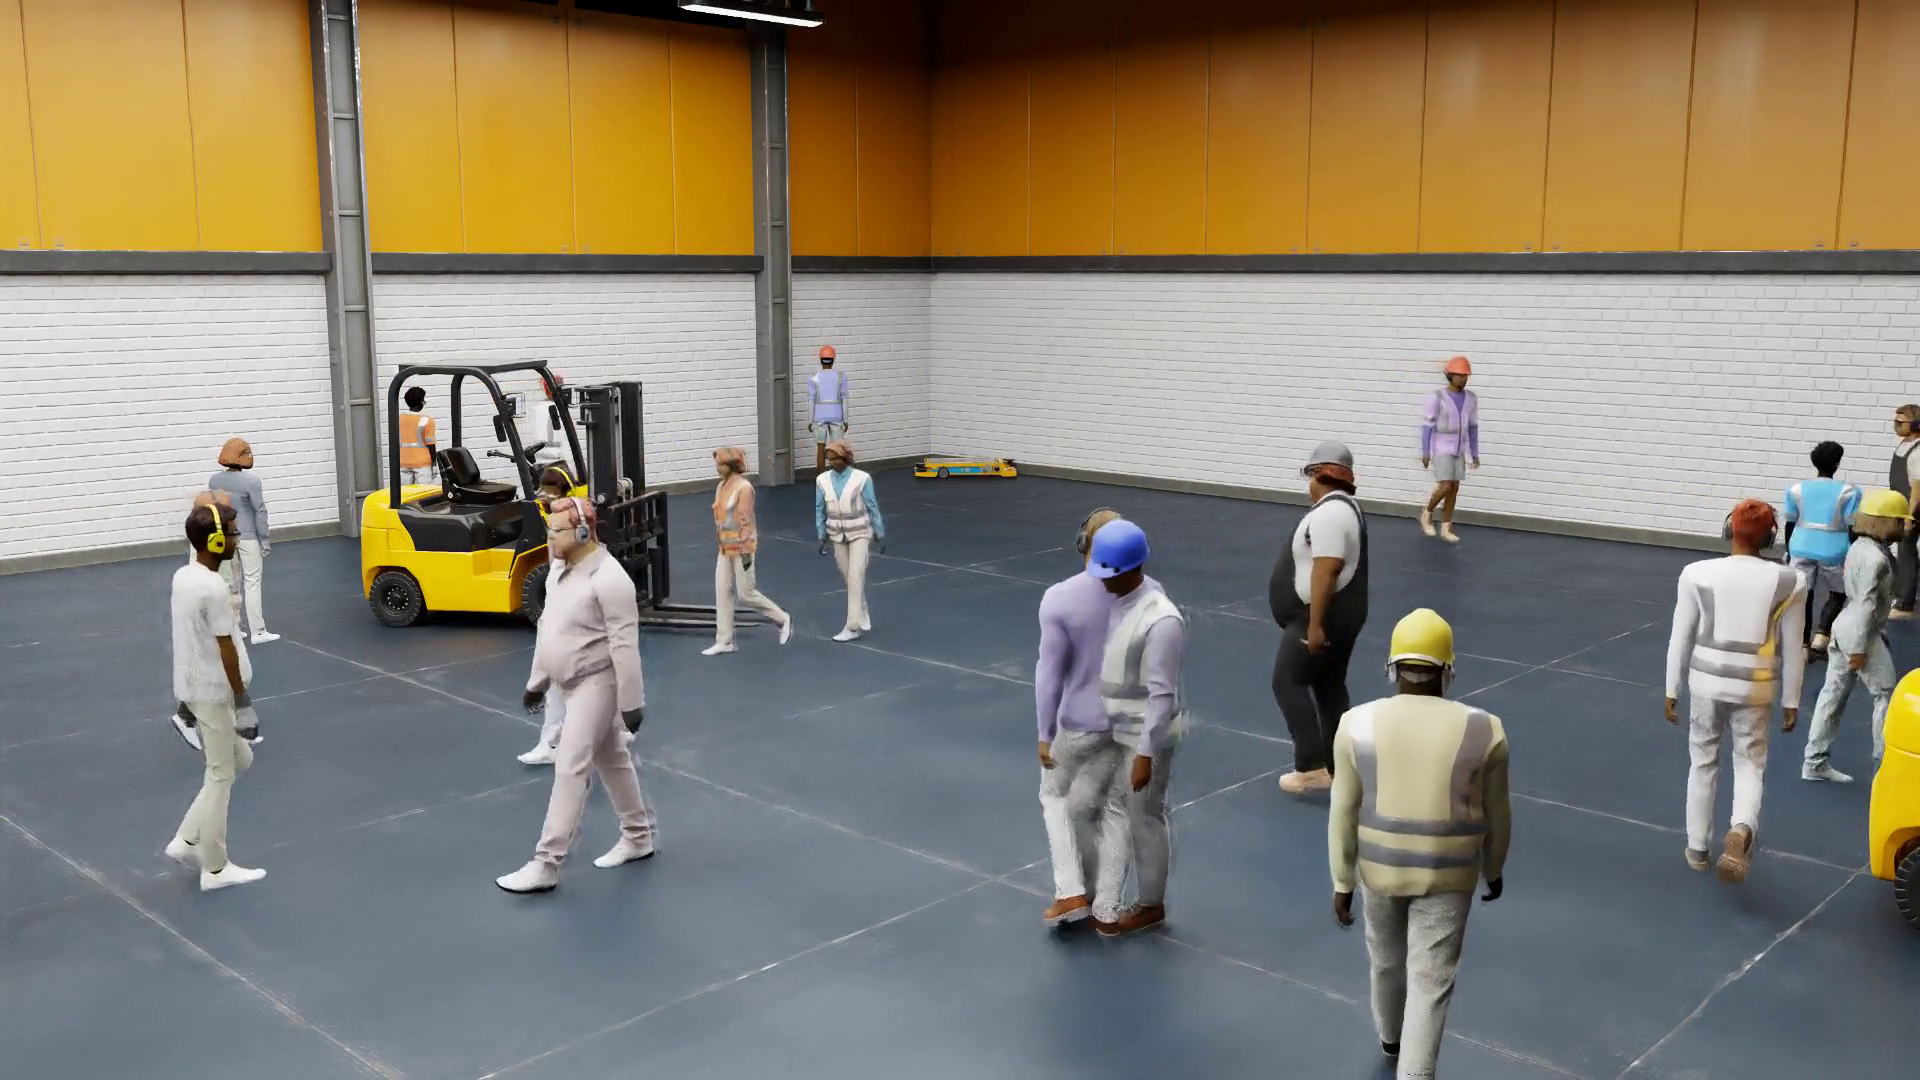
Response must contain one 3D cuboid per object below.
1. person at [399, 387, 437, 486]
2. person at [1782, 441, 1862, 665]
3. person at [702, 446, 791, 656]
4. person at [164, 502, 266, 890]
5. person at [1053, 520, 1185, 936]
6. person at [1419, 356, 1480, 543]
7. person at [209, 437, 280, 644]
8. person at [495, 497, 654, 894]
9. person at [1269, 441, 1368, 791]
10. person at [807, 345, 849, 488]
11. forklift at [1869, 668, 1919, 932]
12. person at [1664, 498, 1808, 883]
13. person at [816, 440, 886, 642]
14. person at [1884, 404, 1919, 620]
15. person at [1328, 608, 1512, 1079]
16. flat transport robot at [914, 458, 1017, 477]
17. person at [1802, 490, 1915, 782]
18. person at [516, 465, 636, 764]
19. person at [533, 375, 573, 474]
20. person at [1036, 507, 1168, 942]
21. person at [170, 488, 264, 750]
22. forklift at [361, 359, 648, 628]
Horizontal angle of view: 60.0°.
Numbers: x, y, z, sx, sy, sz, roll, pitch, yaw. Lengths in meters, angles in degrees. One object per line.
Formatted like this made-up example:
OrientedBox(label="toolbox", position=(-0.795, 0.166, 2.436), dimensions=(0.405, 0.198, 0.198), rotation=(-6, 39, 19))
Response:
OrientedBox(label="person", position=(-5.853, -0.806, 17.925), dimensions=(0.529, 1.691, 0.318), rotation=(3, 10, 16))
OrientedBox(label="person", position=(6.389, 0.100, 12.357), dimensions=(0.554, 1.682, 0.368), rotation=(8, 12, 40))
OrientedBox(label="person", position=(-1.655, 0.075, 12.746), dimensions=(0.643, 1.614, 0.530), rotation=(-6, 11, -34))
OrientedBox(label="person", position=(-3.521, 0.750, 7.901), dimensions=(0.382, 1.854, 0.528), rotation=(-7, 12, -38))
OrientedBox(label="person", position=(0.680, 0.836, 7.216), dimensions=(0.655, 1.895, 0.685), rotation=(-5, 11, -30))
OrientedBox(label="person", position=(5.280, -0.966, 17.892), dimensions=(0.615, 2.030, 0.480), rotation=(-4, 10, -23))
OrientedBox(label="person", position=(-5.662, 0.007, 13.118), dimensions=(0.501, 1.633, 0.279), rotation=(3, 10, 16))
OrientedBox(label="person", position=(-1.886, 0.730, 7.966), dimensions=(0.949, 1.865, 0.642), rotation=(-6, 11, -33))
OrientedBox(label="person", position=(2.023, 0.410, 9.400), dimensions=(0.547, 2.000, 0.781), rotation=(5, 11, 28))
OrientedBox(label="person", position=(-1.766, -1.635, 22.256), dimensions=(0.551, 1.934, 0.373), rotation=(-2, 9, -10))
OrientedBox(label="forklift", position=(5.205, 0.723, 7.013), dimensions=(2.313, 2.155, 1.214), rotation=(9, 13, 43))
OrientedBox(label="person", position=(3.689, 0.734, 7.950), dimensions=(0.610, 1.869, 0.696), rotation=(4, 10, 24))
OrientedBox(label="person", position=(-0.865, -0.017, 13.363), dimensions=(0.574, 1.598, 0.736), rotation=(4, 10, 23))
OrientedBox(label="person", position=(7.893, -0.226, 13.937), dimensions=(0.404, 1.832, 0.548), rotation=(2, 9, 10))
OrientedBox(label="person", position=(1.606, 1.123, 5.807), dimensions=(0.589, 1.782, 0.941), rotation=(4, 10, 22))
OrientedBox(label="flat transport robot", position=(0.067, -1.039, 23.695), dimensions=(1.431, 0.197, 0.652), rotation=(0, 9, -3))
OrientedBox(label="person", position=(5.205, 0.570, 9.426), dimensions=(0.734, 1.713, 0.493), rotation=(2, 10, 14))
OrientedBox(label="person", position=(-2.304, 0.443, 9.927), dimensions=(0.525, 1.797, 0.947), rotation=(8, 12, 40))
OrientedBox(label="person", position=(-4.207, -0.769, 17.151), dimensions=(0.474, 1.866, 0.603), rotation=(-9, 13, -43))
OrientedBox(label="person", position=(0.610, 0.813, 7.341), dimensions=(0.643, 1.911, 0.482), rotation=(-3, 10, -20))
OrientedBox(label="person", position=(-4.537, 0.501, 10.090), dimensions=(0.452, 1.623, 0.535), rotation=(-6, 11, -33))
OrientedBox(label="forklift", position=(-3.850, -0.407, 13.936), dimensions=(2.313, 2.155, 1.214), rotation=(2, 9, 11))
